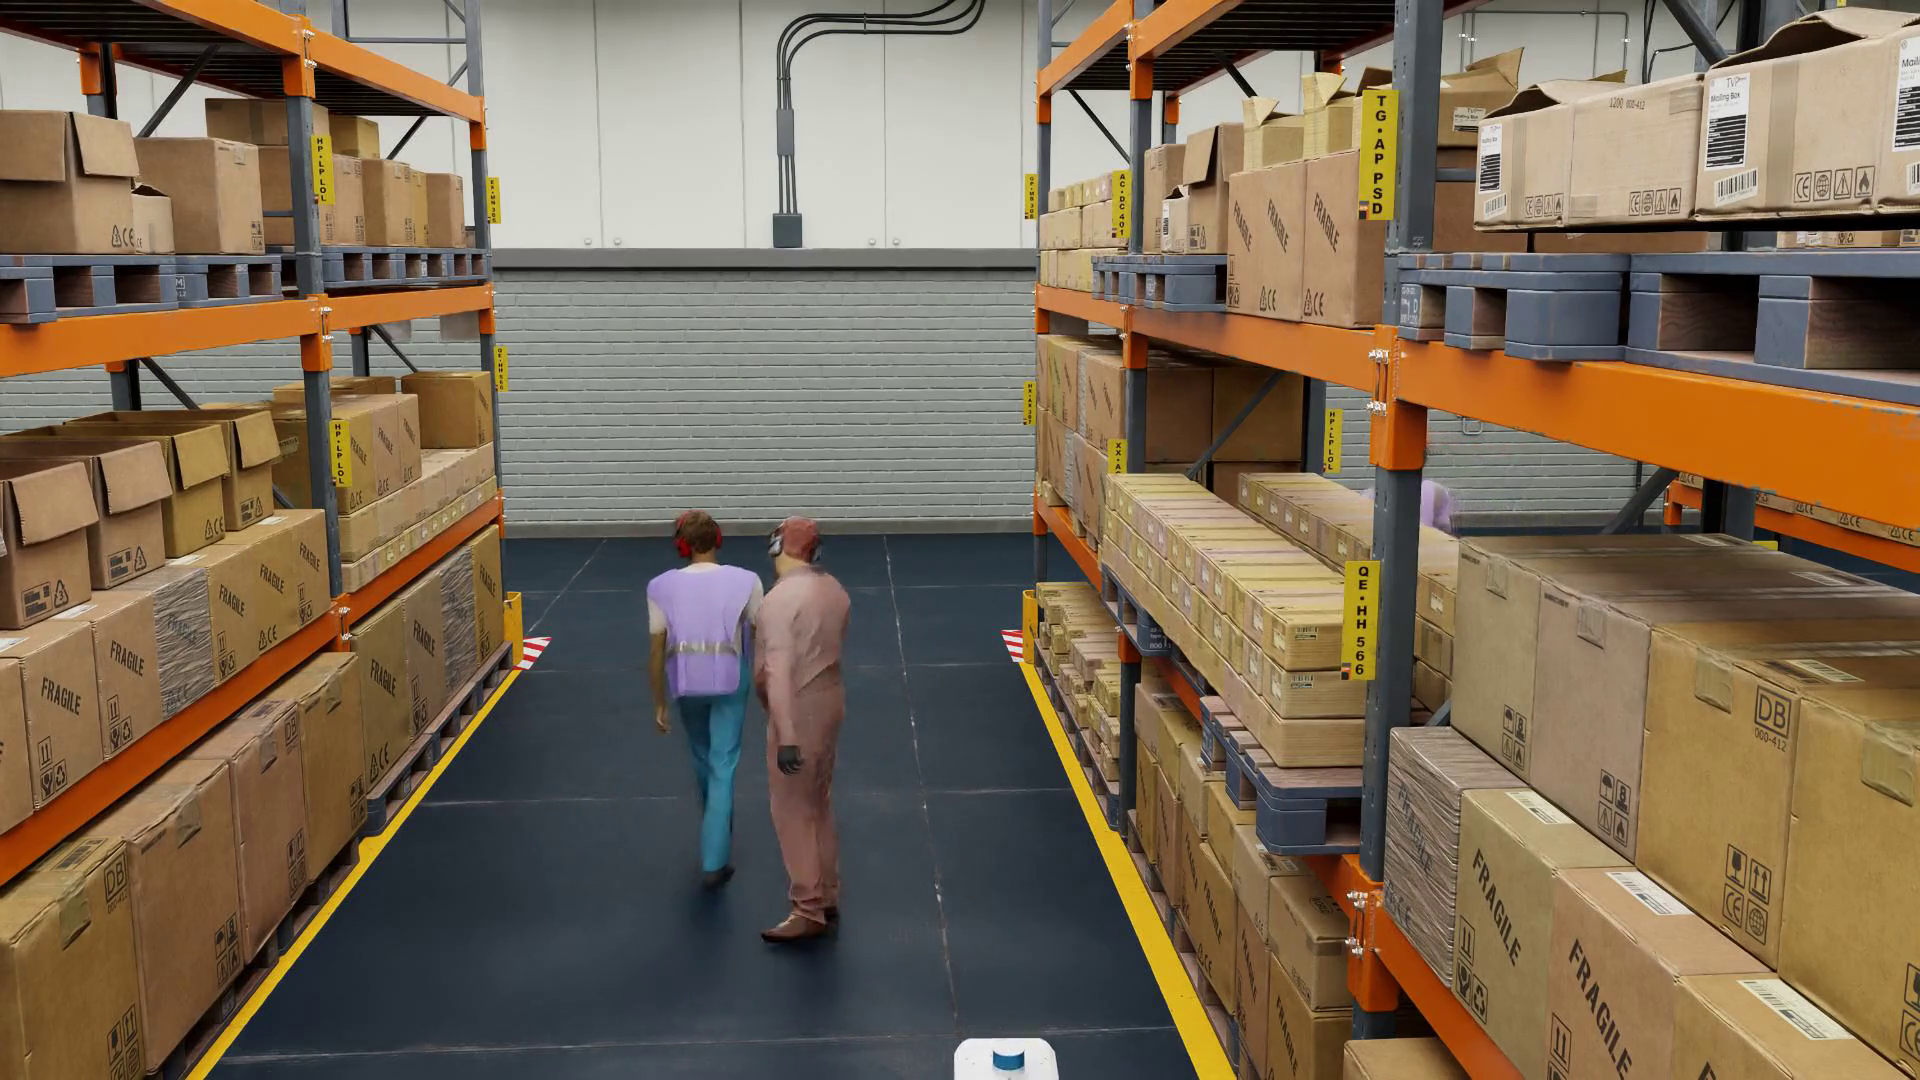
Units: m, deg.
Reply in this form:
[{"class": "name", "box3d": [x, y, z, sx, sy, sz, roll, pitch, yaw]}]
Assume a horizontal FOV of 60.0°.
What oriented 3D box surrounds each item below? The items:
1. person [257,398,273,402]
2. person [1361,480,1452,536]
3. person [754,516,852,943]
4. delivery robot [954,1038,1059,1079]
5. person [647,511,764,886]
[{"class": "person", "box3d": [-5.591, -0.227, 13.742, 1.023, 1.898, 0.640, 0, 10, 0]}, {"class": "person", "box3d": [2.759, 0.264, 10.564, 0.628, 1.981, 1.063, -3, 10, -18]}, {"class": "person", "box3d": [-0.725, 0.841, 7.533, 0.473, 1.865, 0.777, 4, 10, 21]}, {"class": "delivery robot", "box3d": [0.153, 1.830, 5.261, 0.477, 0.478, 0.707, 0, 10, -1]}, {"class": "person", "box3d": [-1.221, 0.742, 8.319, 0.607, 1.776, 1.004, 1, 10, 5]}]
